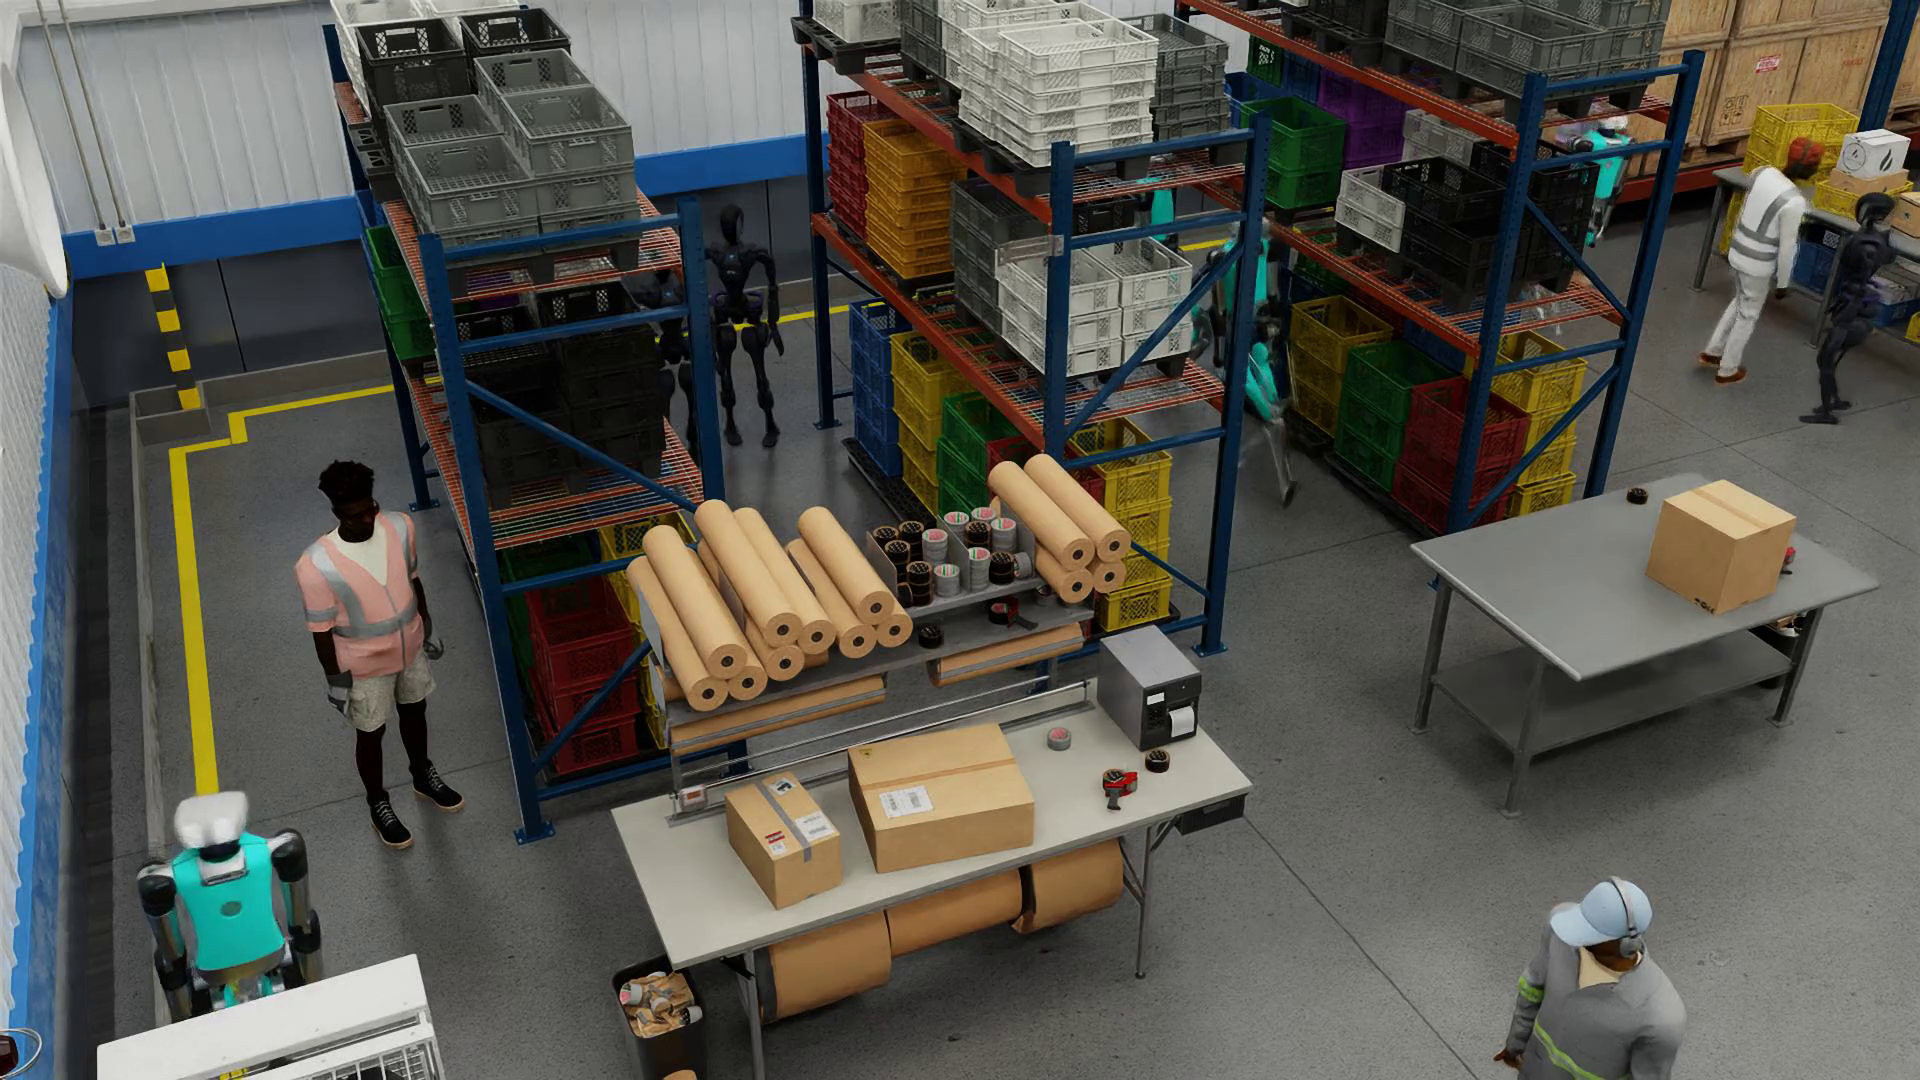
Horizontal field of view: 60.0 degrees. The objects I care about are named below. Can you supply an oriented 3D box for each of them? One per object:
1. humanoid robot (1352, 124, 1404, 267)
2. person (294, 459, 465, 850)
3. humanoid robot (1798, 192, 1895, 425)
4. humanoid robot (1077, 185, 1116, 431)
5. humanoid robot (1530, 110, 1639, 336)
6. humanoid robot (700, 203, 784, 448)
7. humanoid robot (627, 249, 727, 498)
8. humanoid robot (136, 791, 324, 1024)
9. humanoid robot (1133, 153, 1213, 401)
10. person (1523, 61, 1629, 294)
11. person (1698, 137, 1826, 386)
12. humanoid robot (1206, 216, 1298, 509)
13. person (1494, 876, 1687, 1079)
[{"bbox_3d":[3.257,-2.724,13.098,0.622,1.639,0.645,4,32,6],"label":"humanoid robot"},{"bbox_3d":[-2.618,0.502,7.538,0.362,1.963,0.612,20,37,29],"label":"person"},{"bbox_3d":[5.953,-1.529,11.119,0.362,1.652,0.600,12,34,18],"label":"humanoid robot"},{"bbox_3d":[0.785,-1.361,10.812,0.543,1.836,0.669,-3,32,-4],"label":"humanoid robot"},{"bbox_3d":[4.534,-2.393,12.470,0.566,1.784,0.816,-10,33,-16],"label":"humanoid robot"},{"bbox_3d":[-1.455,-1.399,10.888,0.590,1.653,0.355,0,32,0],"label":"humanoid robot"},{"bbox_3d":[-1.768,-1.092,10.437,0.592,1.641,0.575,-15,35,-23],"label":"humanoid robot"},{"bbox_3d":[-2.634,1.537,6.136,0.568,1.819,0.810,-16,35,-24],"label":"humanoid robot"},{"bbox_3d":[1.533,-1.792,11.445,0.741,1.755,0.535,13,34,21],"label":"humanoid robot"},{"bbox_3d":[4.896,-2.915,13.049,0.809,2.019,0.464,-18,36,-27],"label":"person"},{"bbox_3d":[5.567,-1.916,11.572,0.423,1.875,0.615,-2,32,-4],"label":"person"},{"bbox_3d":[1.961,-1.070,10.333,0.545,1.761,1.000,-16,35,-25],"label":"humanoid robot"},{"bbox_3d":[2.010,1.817,5.514,0.396,1.848,0.587,-13,34,-21],"label":"person"}]
